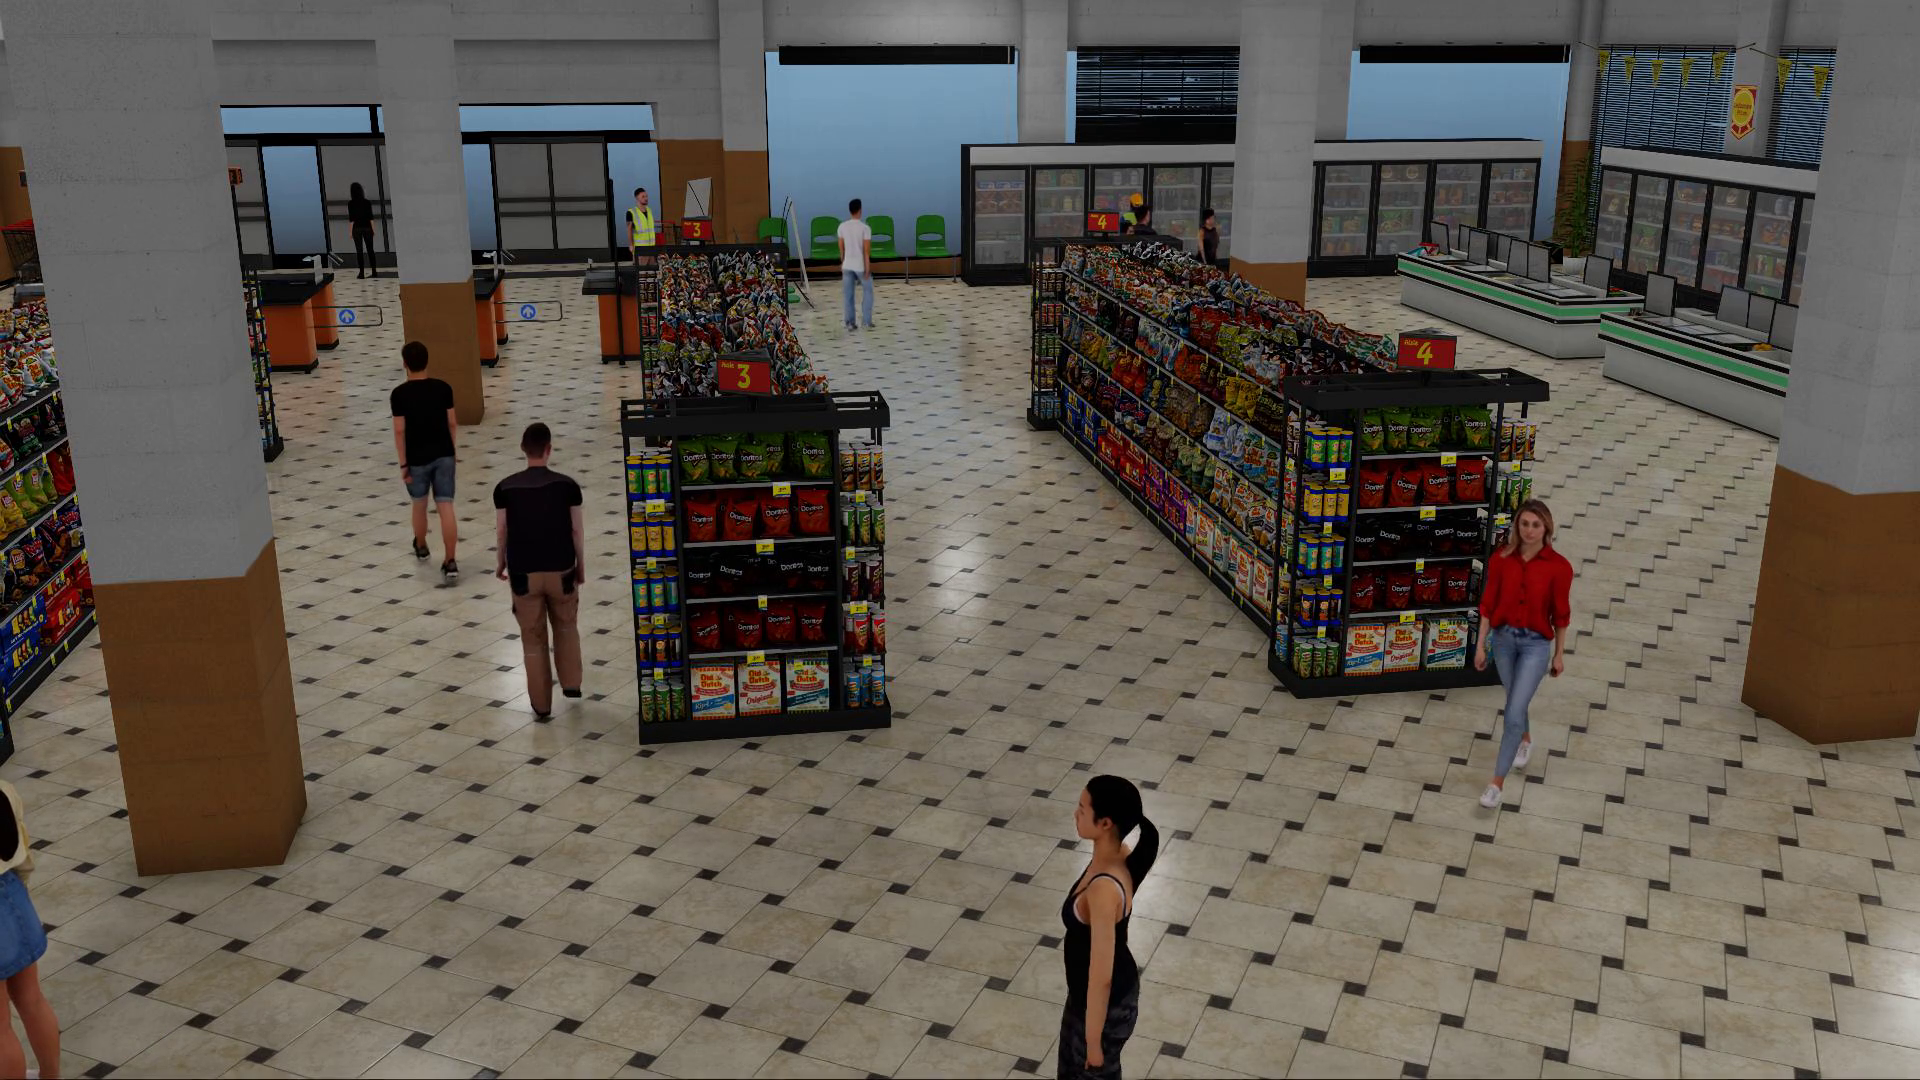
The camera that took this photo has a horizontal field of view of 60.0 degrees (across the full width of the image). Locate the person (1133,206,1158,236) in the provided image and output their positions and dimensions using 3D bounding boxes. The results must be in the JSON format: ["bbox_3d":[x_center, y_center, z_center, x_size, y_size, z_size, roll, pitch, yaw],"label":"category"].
[{"bbox_3d":[2.489,-3.674,22.924,0.866,1.845,0.755,-16,23,-42],"label":"person"}]

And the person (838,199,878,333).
[{"bbox_3d":[-1.515,-3.867,23.553,0.824,1.849,0.872,5,18,15],"label":"person"}]

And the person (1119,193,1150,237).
[{"bbox_3d":[2.631,-4.340,25.173,0.689,1.812,0.621,-5,18,-17],"label":"person"}]

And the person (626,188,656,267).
[{"bbox_3d":[-4.892,-4.517,25.699,0.909,1.845,0.843,10,20,30],"label":"person"}]

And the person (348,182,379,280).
[{"bbox_3d":[-10.379,-5.379,28.887,0.638,1.642,0.617,-10,20,-30],"label":"person"}]

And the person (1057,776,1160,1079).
[{"bbox_3d":[0.578,1.630,5.698,0.871,1.705,1.004,4,17,13],"label":"person"}]

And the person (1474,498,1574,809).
[{"bbox_3d":[3.117,0.593,9.194,1.133,1.657,1.202,11,20,32],"label":"person"}]

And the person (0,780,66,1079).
[{"bbox_3d":[-3.694,1.475,6.333,0.764,1.631,0.612,3,17,11],"label":"person"}]

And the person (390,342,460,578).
[{"bbox_3d":[-4.058,-0.578,12.801,0.915,1.803,1.281,-9,19,-27],"label":"person"}]

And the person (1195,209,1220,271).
[{"bbox_3d":[3.630,-4.114,25.000,0.832,1.480,1.154,-10,20,-30],"label":"person"}]

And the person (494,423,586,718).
[{"bbox_3d":[-2.546,0.218,10.146,0.737,1.822,0.679,-5,18,-17],"label":"person"}]
